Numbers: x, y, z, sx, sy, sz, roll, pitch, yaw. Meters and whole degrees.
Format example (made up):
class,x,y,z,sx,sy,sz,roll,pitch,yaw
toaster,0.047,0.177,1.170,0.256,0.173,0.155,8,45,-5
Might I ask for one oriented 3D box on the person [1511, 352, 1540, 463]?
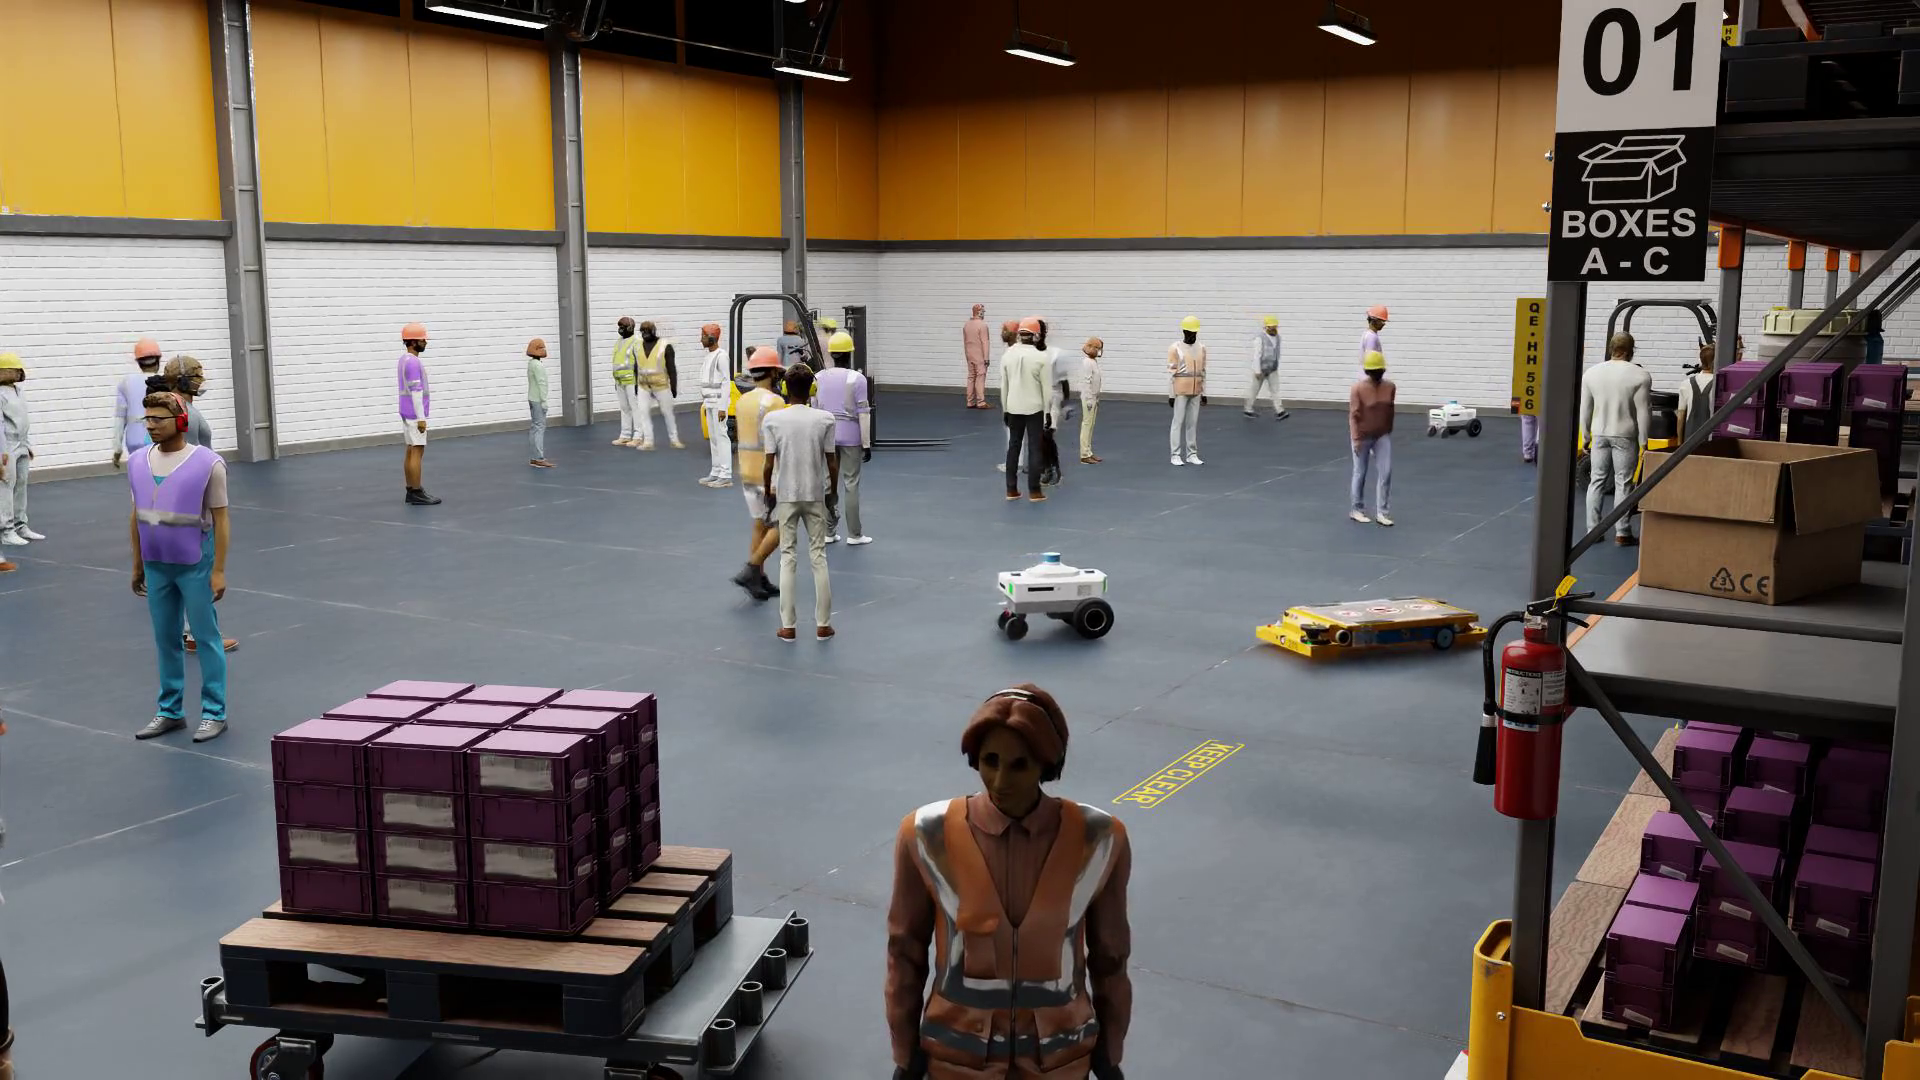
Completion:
class,x,y,z,sx,sy,sz,roll,pitch,yaw
person,7.422,-1.901,21.388,0.653,1.884,0.776,4,10,24

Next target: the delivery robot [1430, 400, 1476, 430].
class,x,y,z,sx,sy,sz,roll,pitch,yaw
delivery robot,7.414,-1.868,25.009,0.707,0.478,0.477,-5,11,-29

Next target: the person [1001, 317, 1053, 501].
class,x,y,z,sx,sy,sz,roll,pitch,yaw
person,0.736,-1.411,18.012,0.617,1.985,0.409,5,10,30

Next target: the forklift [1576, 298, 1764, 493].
class,x,y,z,sx,sy,sz,roll,pitch,yaw
forklift,7.954,-1.589,18.462,2.313,2.155,1.214,5,11,30

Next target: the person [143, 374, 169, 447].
class,x,y,z,sx,sy,sz,roll,pitch,yaw
person,-6.010,-0.408,12.635,0.541,1.696,0.315,8,12,42

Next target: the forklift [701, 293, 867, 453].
class,x,y,z,sx,sy,sz,roll,pitch,yaw
forklift,-2.458,-2.344,23.176,2.313,2.155,1.214,0,9,-2

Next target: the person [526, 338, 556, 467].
class,x,y,z,sx,sy,sz,roll,pitch,yaw
person,-5.352,-1.745,21.168,0.280,1.636,0.500,-5,10,-29

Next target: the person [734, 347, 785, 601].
class,x,y,z,sx,sy,sz,roll,pitch,yaw
person,-1.517,-0.486,12.493,0.603,1.908,0.578,-8,12,-42

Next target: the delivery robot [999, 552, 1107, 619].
class,x,y,z,sx,sy,sz,roll,pitch,yaw
delivery robot,0.627,0.328,11.304,0.707,0.478,0.477,-2,9,-11

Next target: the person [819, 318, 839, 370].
class,x,y,z,sx,sy,sz,roll,pitch,yaw
person,-2.006,-2.680,26.704,0.818,1.735,0.537,-6,11,-34

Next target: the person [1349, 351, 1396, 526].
class,x,y,z,sx,sy,sz,roll,pitch,yaw
person,4.003,-0.984,16.166,0.540,1.704,0.744,-2,9,-15

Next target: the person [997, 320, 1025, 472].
class,x,y,z,sx,sy,sz,roll,pitch,yaw
person,0.659,-1.781,20.626,0.347,1.882,0.584,-1,9,-6

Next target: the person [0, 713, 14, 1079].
class,x,y,z,sx,sy,sz,roll,pitch,yaw
person,-3.037,0.847,4.808,0.322,1.695,0.536,8,12,42

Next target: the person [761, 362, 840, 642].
class,x,y,z,sx,sy,sz,roll,pitch,yaw
person,-1.067,-0.251,11.122,0.530,1.869,0.311,-1,9,-9

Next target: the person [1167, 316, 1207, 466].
class,x,y,z,sx,sy,sz,roll,pitch,yaw
person,2.922,-1.905,21.301,0.583,1.919,0.390,-5,11,-30

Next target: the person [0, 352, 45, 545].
class,x,y,z,sx,sy,sz,roll,pitch,yaw
person,-8.610,-0.835,15.153,0.292,1.745,0.484,0,9,-2

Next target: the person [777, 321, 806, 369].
class,x,y,z,sx,sy,sz,roll,pitch,yaw
person,-2.954,-3.019,29.128,0.507,1.632,0.264,0,9,-1

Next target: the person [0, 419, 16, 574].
class,x,y,z,sx,sy,sz,roll,pitch,yaw
person,-8.058,-0.664,13.482,0.633,1.936,0.354,0,9,3

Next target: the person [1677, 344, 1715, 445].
class,x,y,z,sx,sy,sz,roll,pitch,yaw
person,6.583,-0.806,14.682,0.344,1.840,0.507,-8,12,-40

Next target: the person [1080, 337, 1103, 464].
class,x,y,z,sx,sy,sz,roll,pitch,yaw
person,1.709,-1.805,21.556,0.279,1.633,0.499,2,9,15

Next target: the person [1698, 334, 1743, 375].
class,x,y,z,sx,sy,sz,roll,pitch,yaw
person,7.098,-0.965,15.459,0.643,1.910,0.400,-7,11,-35

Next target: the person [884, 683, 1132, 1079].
class,x,y,z,sx,sy,sz,roll,pitch,yaw
person,0.100,1.094,3.448,0.512,1.638,0.312,0,9,-3

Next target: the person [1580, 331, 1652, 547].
class,x,y,z,sx,sy,sz,roll,pitch,yaw
person,5.917,-0.911,15.029,0.634,1.936,0.351,9,12,43

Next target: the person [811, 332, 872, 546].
class,x,y,z,sx,sy,sz,roll,pitch,yaw
person,-1.066,-0.910,15.042,0.587,1.930,0.356,4,10,25

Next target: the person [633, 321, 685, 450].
class,x,y,z,sx,sy,sz,roll,pitch,yaw
person,-4.224,-2.150,23.227,0.660,1.807,0.609,3,9,16

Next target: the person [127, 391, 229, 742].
class,x,y,z,sx,sy,sz,roll,pitch,yaw
person,-4.104,0.137,8.770,0.564,1.846,0.390,2,9,12

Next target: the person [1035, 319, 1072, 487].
class,x,y,z,sx,sy,sz,roll,pitch,yaw
person,0.962,-1.572,19.154,0.627,1.932,0.528,7,12,38

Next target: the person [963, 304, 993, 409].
class,x,y,z,sx,sy,sz,roll,pitch,yaw
person,0.341,-3.317,30.145,0.409,1.907,0.650,-7,11,-37

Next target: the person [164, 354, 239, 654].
class,x,y,z,sx,sy,sz,roll,pitch,yaw
person,-4.985,-0.231,10.782,0.372,1.940,0.632,-7,11,-36

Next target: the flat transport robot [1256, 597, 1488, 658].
class,x,y,z,sx,sy,sz,roll,pitch,yaw
flat transport robot,2.749,0.564,11.006,1.431,0.197,0.652,-4,10,-21

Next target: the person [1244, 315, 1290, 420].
class,x,y,z,sx,sy,sz,roll,pitch,yaw
person,5.147,-2.892,27.940,0.599,1.763,1.001,-6,11,-32

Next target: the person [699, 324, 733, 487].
class,x,y,z,sx,sy,sz,roll,pitch,yaw
person,-2.816,-1.546,19.166,0.337,1.880,0.584,-5,10,-27

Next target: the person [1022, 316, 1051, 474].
class,x,y,z,sx,sy,sz,roll,pitch,yaw
person,0.956,-1.779,20.434,0.348,1.943,0.543,2,9,14

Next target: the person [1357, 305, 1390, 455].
class,x,y,z,sx,sy,sz,roll,pitch,yaw
person,5.601,-2.169,22.587,0.406,2.033,0.609,2,9,9

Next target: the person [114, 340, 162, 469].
class,x,y,z,sx,sy,sz,roll,pitch,yaw
person,-7.243,-0.855,14.916,0.593,1.880,1.051,-1,9,-5

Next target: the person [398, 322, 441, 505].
class,x,y,z,sx,sy,sz,roll,pitch,yaw
person,-5.780,-1.341,17.709,0.360,1.939,0.543,-5,10,-29

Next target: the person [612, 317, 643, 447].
class,x,y,z,sx,sy,sz,roll,pitch,yaw
person,-4.730,-2.251,23.692,0.625,1.844,0.429,9,13,43
